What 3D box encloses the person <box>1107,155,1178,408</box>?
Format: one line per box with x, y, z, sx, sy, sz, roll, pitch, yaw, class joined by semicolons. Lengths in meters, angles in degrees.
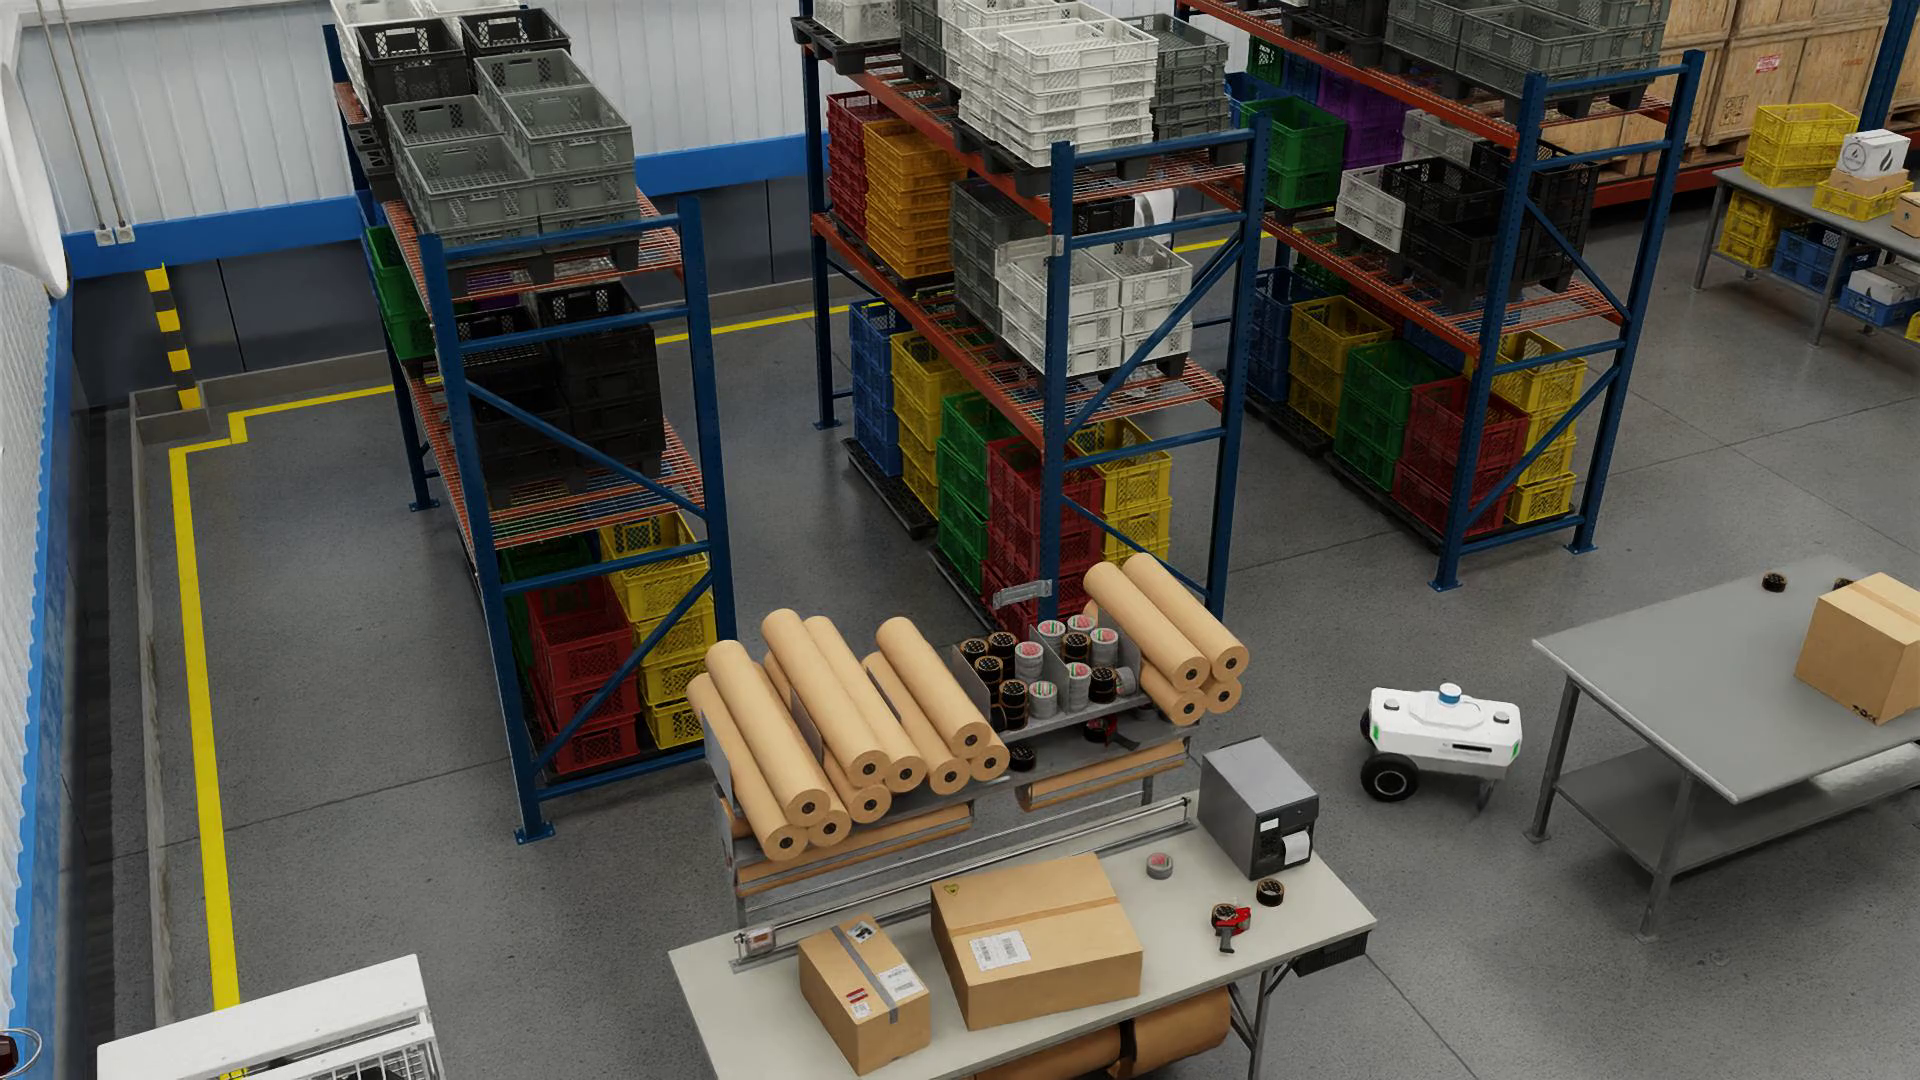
1.243;-1.795;11.332;0.349;1.882;0.577;21;38;31;person

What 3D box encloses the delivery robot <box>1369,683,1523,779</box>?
2.354;0.919;8.097;0.707;0.478;0.477;6;32;10;delivery robot
